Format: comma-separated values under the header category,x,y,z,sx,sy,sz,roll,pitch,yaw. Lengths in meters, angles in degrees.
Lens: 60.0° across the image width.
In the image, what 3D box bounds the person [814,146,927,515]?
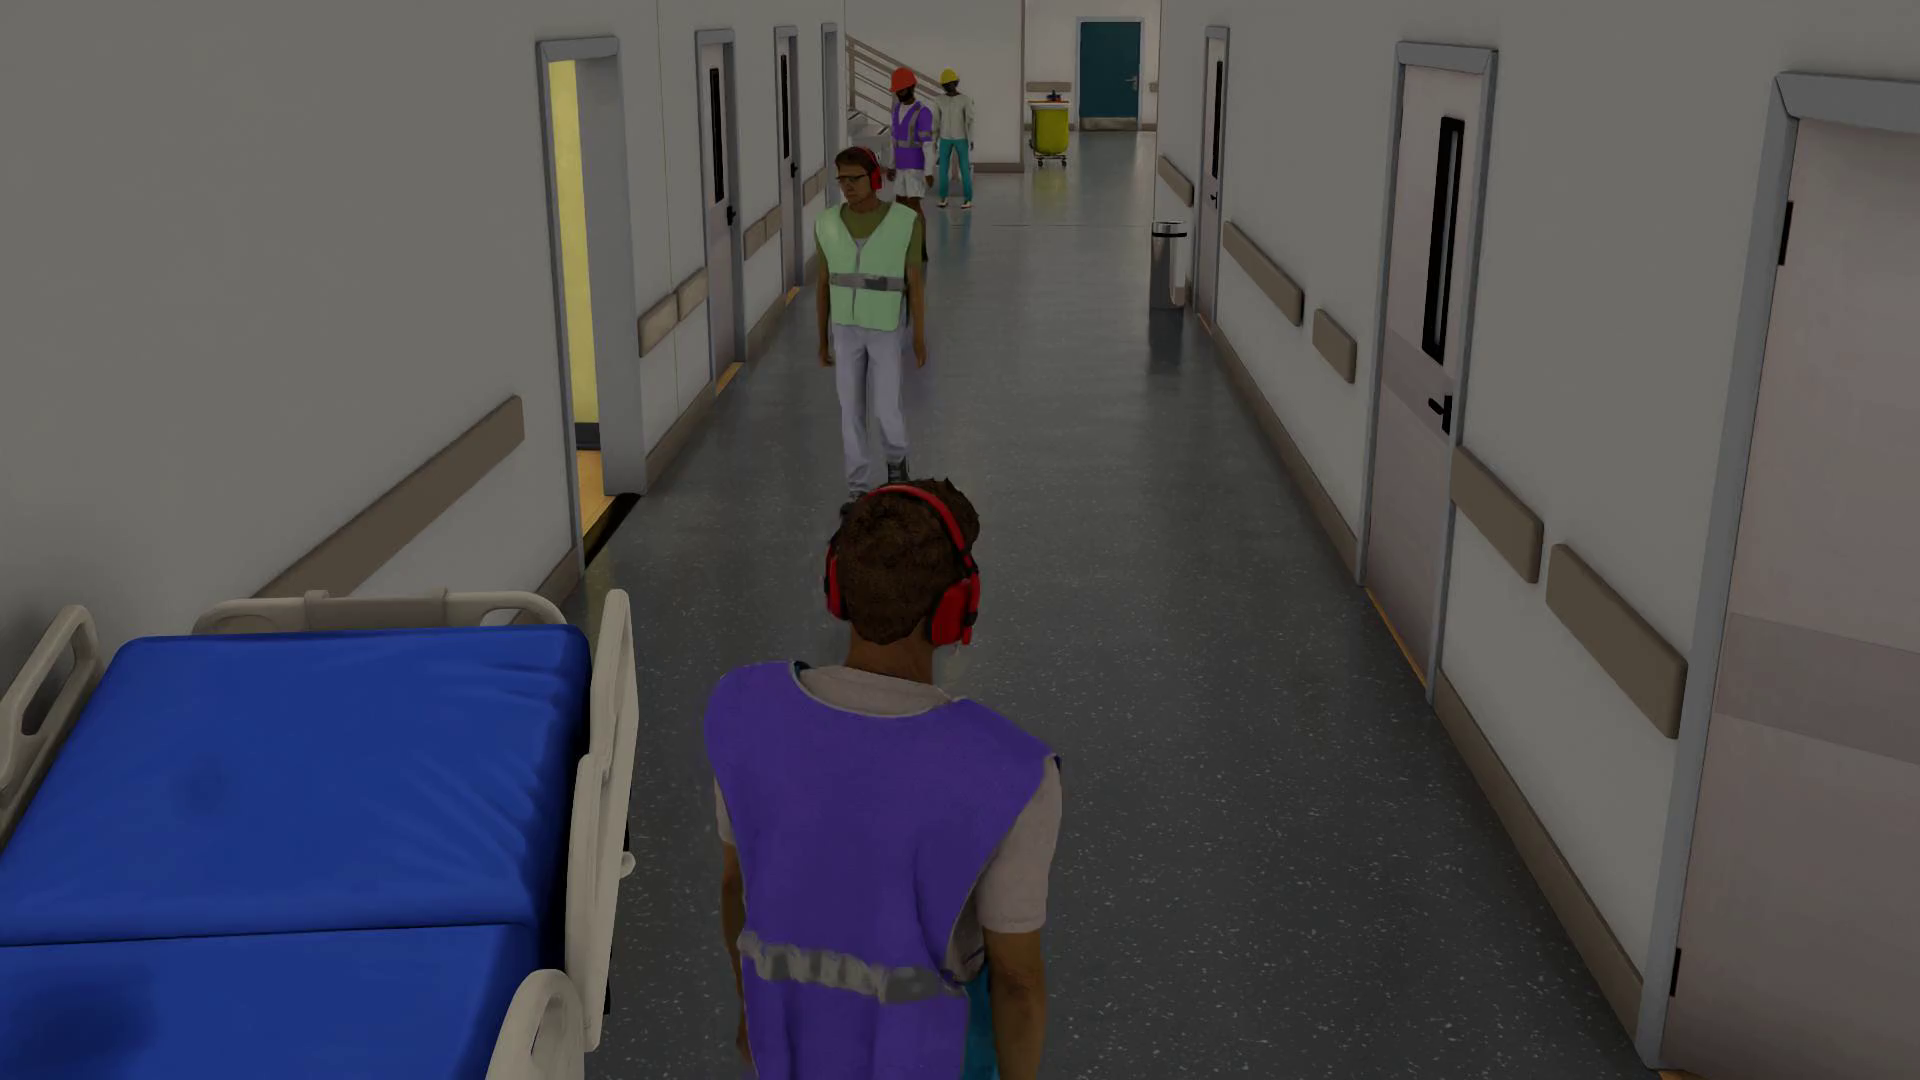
category,x,y,z,sx,sy,sz,roll,pitch,yaw
person,-0.441,-1.044,8.330,0.601,1.817,0.487,5,18,15

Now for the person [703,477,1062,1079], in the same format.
category,x,y,z,sx,sy,sz,roll,pitch,yaw
person,-0.142,0.804,2.541,0.583,1.818,0.825,6,19,18

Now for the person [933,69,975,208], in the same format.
category,x,y,z,sx,sy,sz,roll,pitch,yaw
person,-0.079,-5.133,21.296,0.564,1.749,0.379,5,18,15

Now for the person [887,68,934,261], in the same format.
category,x,y,z,sx,sy,sz,roll,pitch,yaw
person,-0.513,-3.802,16.868,0.544,1.913,0.751,-13,22,-36
